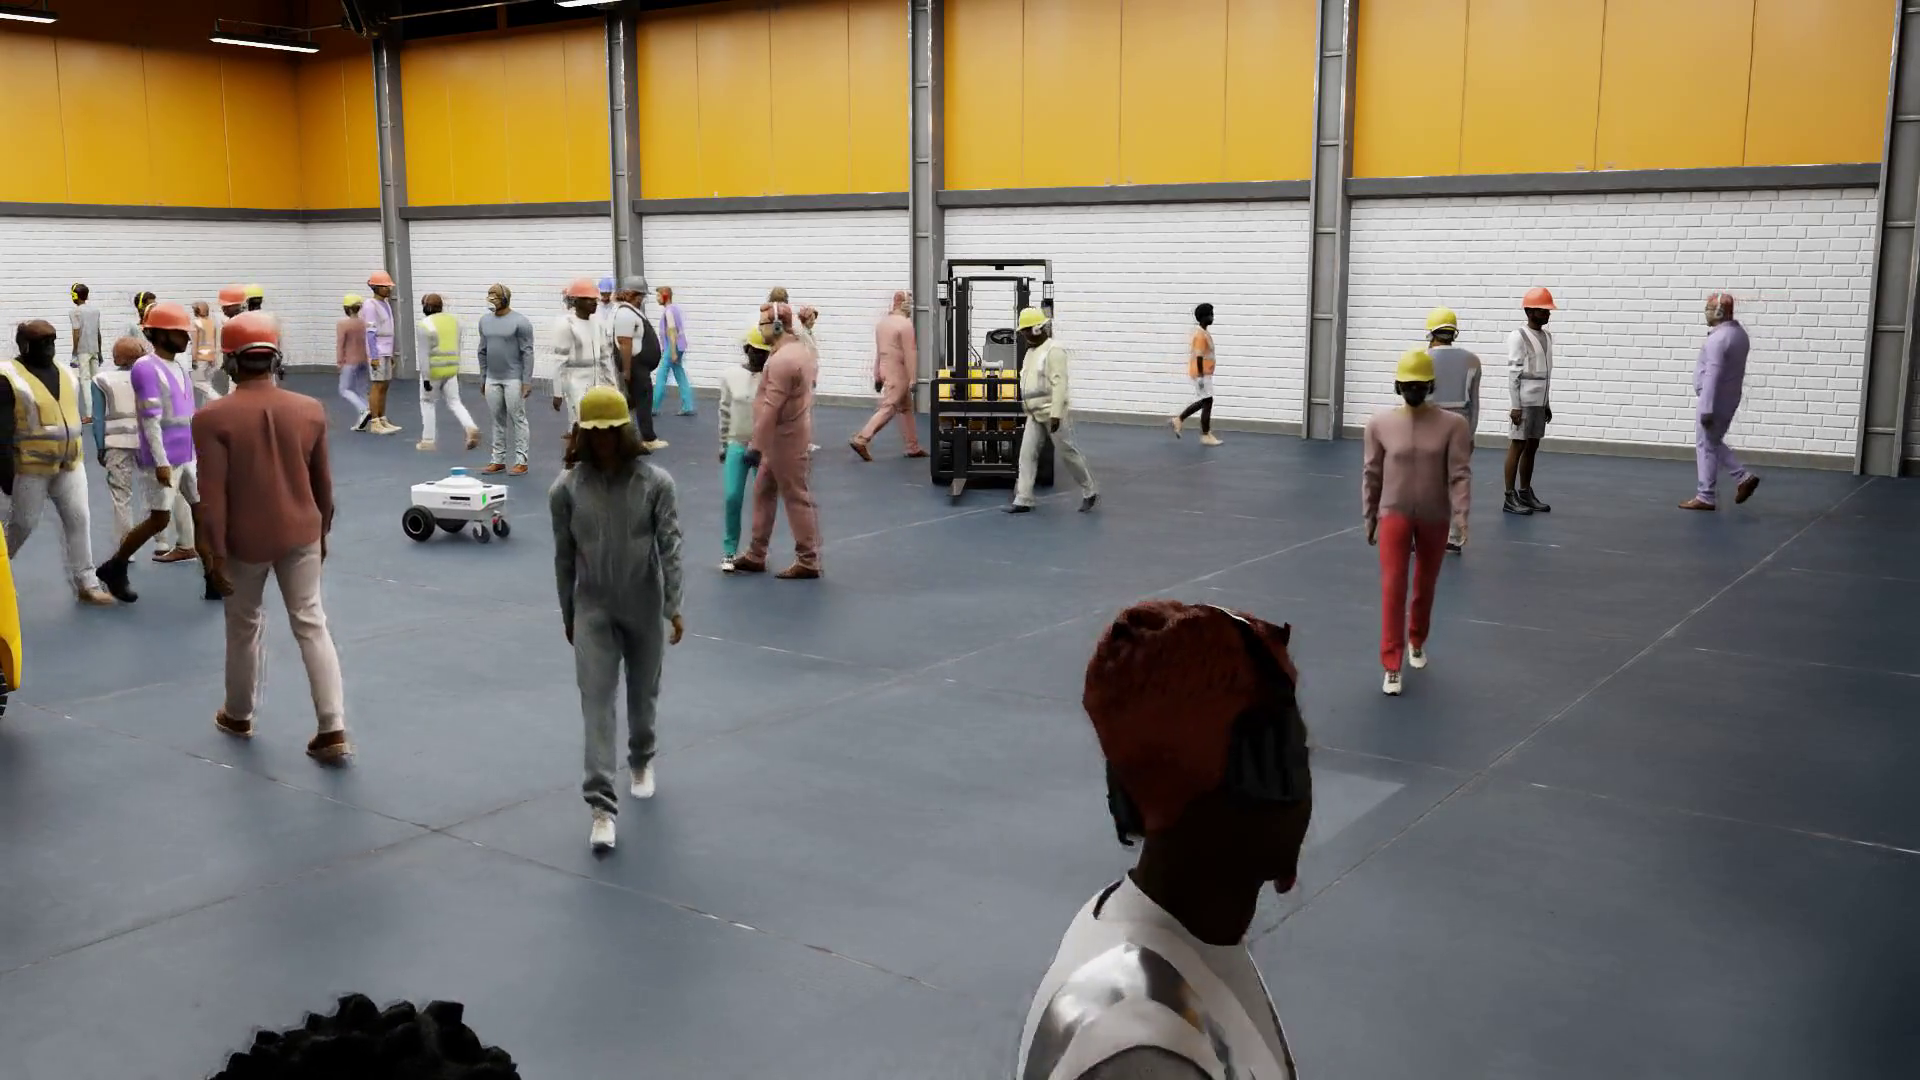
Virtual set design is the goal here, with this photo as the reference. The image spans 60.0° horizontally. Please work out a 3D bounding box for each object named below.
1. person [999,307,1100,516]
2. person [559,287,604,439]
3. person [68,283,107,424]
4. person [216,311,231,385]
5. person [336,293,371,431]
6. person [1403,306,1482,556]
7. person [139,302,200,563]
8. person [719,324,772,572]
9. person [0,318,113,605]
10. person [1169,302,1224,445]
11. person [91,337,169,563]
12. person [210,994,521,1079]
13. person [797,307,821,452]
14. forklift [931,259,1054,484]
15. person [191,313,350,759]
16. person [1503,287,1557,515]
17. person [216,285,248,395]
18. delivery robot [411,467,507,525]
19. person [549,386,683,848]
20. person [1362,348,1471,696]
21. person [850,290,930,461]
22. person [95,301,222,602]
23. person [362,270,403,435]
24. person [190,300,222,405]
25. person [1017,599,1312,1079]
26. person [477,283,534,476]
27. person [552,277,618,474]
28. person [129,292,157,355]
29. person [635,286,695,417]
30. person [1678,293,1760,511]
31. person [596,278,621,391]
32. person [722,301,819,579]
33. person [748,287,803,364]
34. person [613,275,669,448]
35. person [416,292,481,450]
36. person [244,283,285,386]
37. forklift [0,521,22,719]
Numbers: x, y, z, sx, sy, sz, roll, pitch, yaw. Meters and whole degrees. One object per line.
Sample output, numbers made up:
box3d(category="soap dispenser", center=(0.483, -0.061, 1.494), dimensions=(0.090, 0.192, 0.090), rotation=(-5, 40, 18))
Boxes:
box3d(category="person", center=(0.798, -1.086, 14.150), dimensions=(0.910, 1.775, 0.680), rotation=(-5, 11, -28))
box3d(category="person", center=(-4.478, -2.100, 19.932), dimensions=(0.945, 1.863, 0.644), rotation=(9, 13, 42))
box3d(category="person", center=(-11.586, -2.464, 22.047), dimensions=(0.309, 1.868, 0.535), rotation=(2, 10, 14))
box3d(category="person", center=(-11.967, -3.240, 27.435), dimensions=(0.507, 1.615, 0.630), rotation=(-3, 10, -15))
box3d(category="person", center=(-7.608, -2.232, 20.983), dimensions=(0.440, 1.752, 0.547), rotation=(6, 11, 33))
box3d(category="person", center=(3.497, -0.787, 12.171), dimensions=(0.600, 1.829, 0.404), rotation=(-2, 10, -11))
box3d(category="person", center=(-5.692, -0.768, 11.958), dimensions=(0.319, 1.865, 0.521), rotation=(-1, 10, -5))
box3d(category="person", center=(-1.406, -0.629, 11.506), dimensions=(0.558, 1.724, 0.568), rotation=(1, 10, 6))
box3d(category="person", center=(-5.823, -0.489, 10.476), dimensions=(0.867, 1.816, 0.636), rotation=(4, 10, 23))
box3d(category="person", center=(2.801, -1.951, 19.556), dimensions=(0.584, 1.679, 0.545), rotation=(1, 10, 9))
box3d(category="person", center=(-5.975, -0.656, 12.030), dimensions=(0.514, 1.607, 0.485), rotation=(-5, 11, -27))
box3d(category="person", center=(-0.388, 1.127, 1.202), dimensions=(0.328, 1.697, 0.575), rotation=(5, 11, 27))
box3d(category="person", center=(-1.758, -1.826, 18.935), dimensions=(0.311, 1.639, 0.512), rotation=(1, 10, 9))
box3d(category="forklift", center=(0.370, -1.738, 16.759), dimensions=(1.214, 2.155, 2.313), rotation=(1, 10, 3))
box3d(category="person", center=(-3.017, -0.017, 7.293), dimensions=(0.629, 1.943, 1.045), rotation=(-9, 13, -42))
box3d(category="person", center=(4.896, -1.187, 14.240), dimensions=(0.544, 1.939, 0.355), rotation=(-8, 12, -39))
box3d(category="person", center=(-7.261, -1.622, 16.890), dimensions=(0.685, 1.921, 1.025), rotation=(7, 12, 36))
box3d(category="delivery robot", center=(-3.889, -0.322, 12.921), dimensions=(0.707, 0.478, 0.477), rotation=(3, 10, 18))
box3d(category="person", center=(-1.310, 0.253, 6.380), dimensions=(0.489, 1.697, 0.904), rotation=(-2, 10, -12))
box3d(category="person", center=(2.336, -0.127, 8.564), dimensions=(0.526, 1.725, 0.885), rotation=(2, 10, 11))
box3d(category="person", center=(-0.749, -1.779, 18.042), dimensions=(0.991, 1.859, 0.649), rotation=(-5, 11, -27))
box3d(category="person", center=(-5.002, -0.540, 10.465), dimensions=(0.851, 1.913, 0.567), rotation=(1, 10, 7))
box3d(category="person", center=(-7.195, -2.334, 20.753), dimensions=(0.396, 2.042, 0.610), rotation=(0, 10, 1))
box3d(category="person", center=(-10.368, -2.485, 22.893), dimensions=(0.464, 1.622, 0.530), rotation=(1, 10, 9))
box3d(category="person", center=(0.161, 0.995, 1.570), dimensions=(0.393, 1.837, 0.776), rotation=(2, 10, 13))
box3d(category="person", center=(-4.579, -1.610, 16.765), dimensions=(0.629, 1.937, 0.379), rotation=(4, 10, 22))
box3d(category="person", center=(-3.367, -1.403, 15.341), dimensions=(1.006, 1.996, 0.638), rotation=(4, 10, 24))
box3d(category="person", center=(-9.036, -1.852, 18.571), dimensions=(0.992, 1.815, 0.543), rotation=(-1, 10, -8))
box3d(category="person", center=(-4.113, -2.609, 23.088), dimensions=(0.884, 1.800, 0.594), rotation=(0, 10, -1))
box3d(category="person", center=(6.567, -1.180, 14.325), dimensions=(0.512, 1.888, 0.660), rotation=(9, 13, 43))
box3d(category="person", center=(-4.800, -2.589, 22.645), dimensions=(0.634, 1.906, 0.909), rotation=(-2, 10, -10))
box3d(category="person", center=(-1.318, -0.659, 11.247), dimensions=(0.772, 1.882, 0.650), rotation=(0, 10, -1))
box3d(category="person", center=(-2.022, -1.812, 18.165), dimensions=(0.652, 1.880, 1.054), rotation=(1, 10, 8))
box3d(category="person", center=(-3.823, -2.061, 19.138), dimensions=(0.809, 2.000, 0.689), rotation=(-1, 10, -8))
box3d(category="person", center=(-5.854, -1.901, 18.853), dimensions=(0.790, 1.813, 0.626), rotation=(6, 11, 33))
box3d(category="person", center=(-8.258, -2.084, 19.697), dimensions=(0.797, 1.902, 0.596), rotation=(8, 12, 39))
box3d(category="forklift", center=(-5.296, -0.090, 6.943), dimensions=(1.214, 2.155, 2.313), rotation=(7, 12, 35))
